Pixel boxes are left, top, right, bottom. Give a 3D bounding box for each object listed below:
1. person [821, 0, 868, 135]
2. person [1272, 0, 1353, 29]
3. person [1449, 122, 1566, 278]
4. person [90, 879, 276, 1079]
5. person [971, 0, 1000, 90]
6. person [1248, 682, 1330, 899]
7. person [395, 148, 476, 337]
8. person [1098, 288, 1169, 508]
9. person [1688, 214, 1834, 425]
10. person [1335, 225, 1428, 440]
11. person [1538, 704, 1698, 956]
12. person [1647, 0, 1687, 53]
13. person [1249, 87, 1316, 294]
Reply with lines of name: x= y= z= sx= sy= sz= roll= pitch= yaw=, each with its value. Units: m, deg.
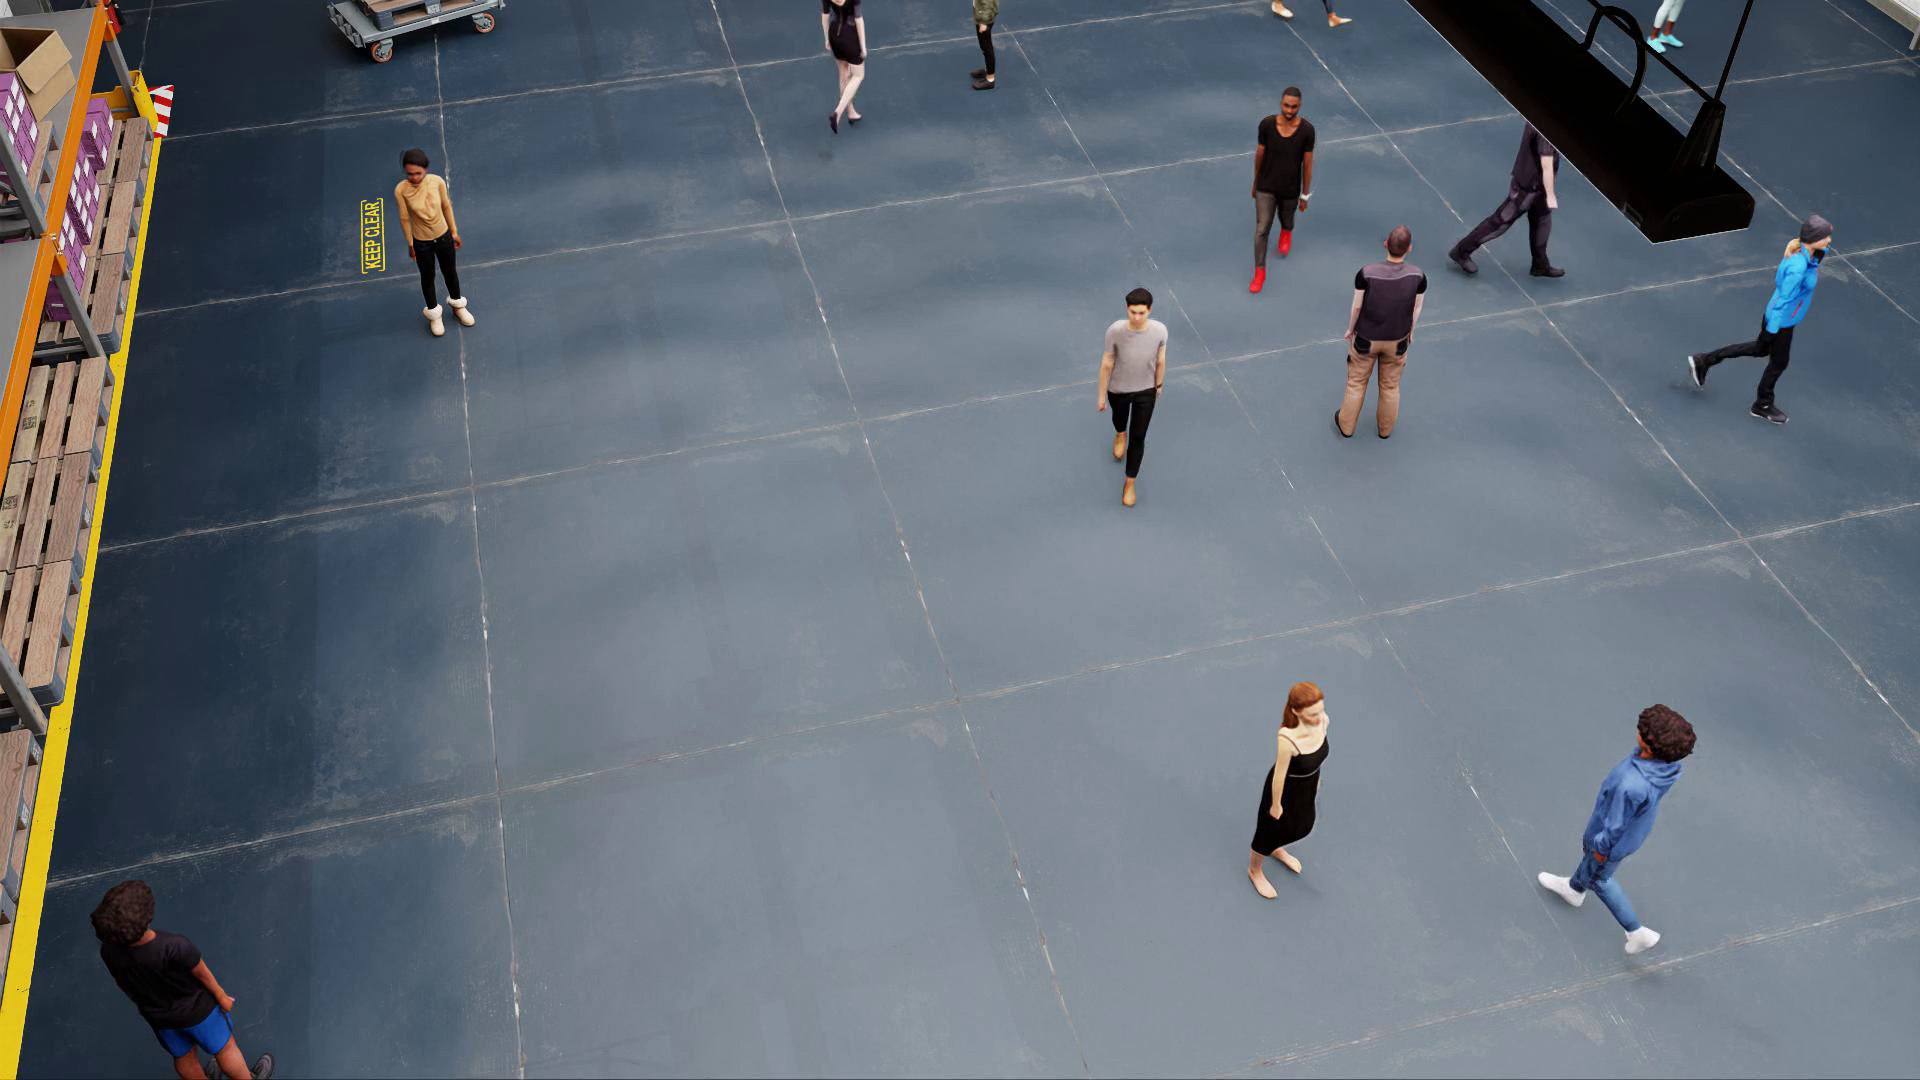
person: x=-1.119 y=-4.662 z=15.745 sx=0.915 sy=1.817 sz=1.009 roll=17 pitch=46 yaw=17
person: x=3.624 y=-6.253 z=17.471 sx=1.226 sy=1.738 sz=1.058 roll=29 pitch=51 yaw=27
person: x=4.688 y=-2.991 z=14.000 sx=1.217 sy=1.804 sz=1.268 roll=15 pitch=46 yaw=15
person: x=-3.960 y=2.338 z=8.412 sx=0.654 sy=1.796 sz=0.607 roll=-2 pitch=44 yaw=-2
person: x=0.248 y=-5.234 z=16.593 sx=0.686 sy=1.475 sz=0.514 roll=-1 pitch=44 yaw=-1
person: x=1.890 y=1.395 z=9.526 sx=0.662 sy=1.624 sz=0.688 roll=-31 pitch=51 yaw=-28
person: x=-4.308 y=-2.462 z=13.551 sx=0.650 sy=1.657 sz=0.619 roll=-22 pitch=48 yaw=-21
person: x=1.259 y=-1.171 z=12.182 sx=0.913 sy=1.677 sz=1.205 roll=6 pitch=44 yaw=6
person: x=6.154 y=-1.704 z=12.673 sx=1.153 sy=1.772 sz=1.052 roll=25 pitch=49 yaw=24
person: x=3.150 y=-1.540 z=12.451 sx=0.768 sy=1.841 sz=0.734 roll=5 pitch=44 yaw=5
person: x=3.716 y=1.607 z=9.182 sx=0.961 sy=1.793 sz=1.123 roll=-32 pitch=52 yaw=-29
person: x=7.442 y=-5.869 z=17.080 sx=0.644 sy=1.722 sz=0.651 roll=-29 pitch=50 yaw=-27
person: x=2.729 y=-3.040 z=14.070 sx=1.071 sy=1.779 sz=1.235 roll=13 pitch=45 yaw=13
